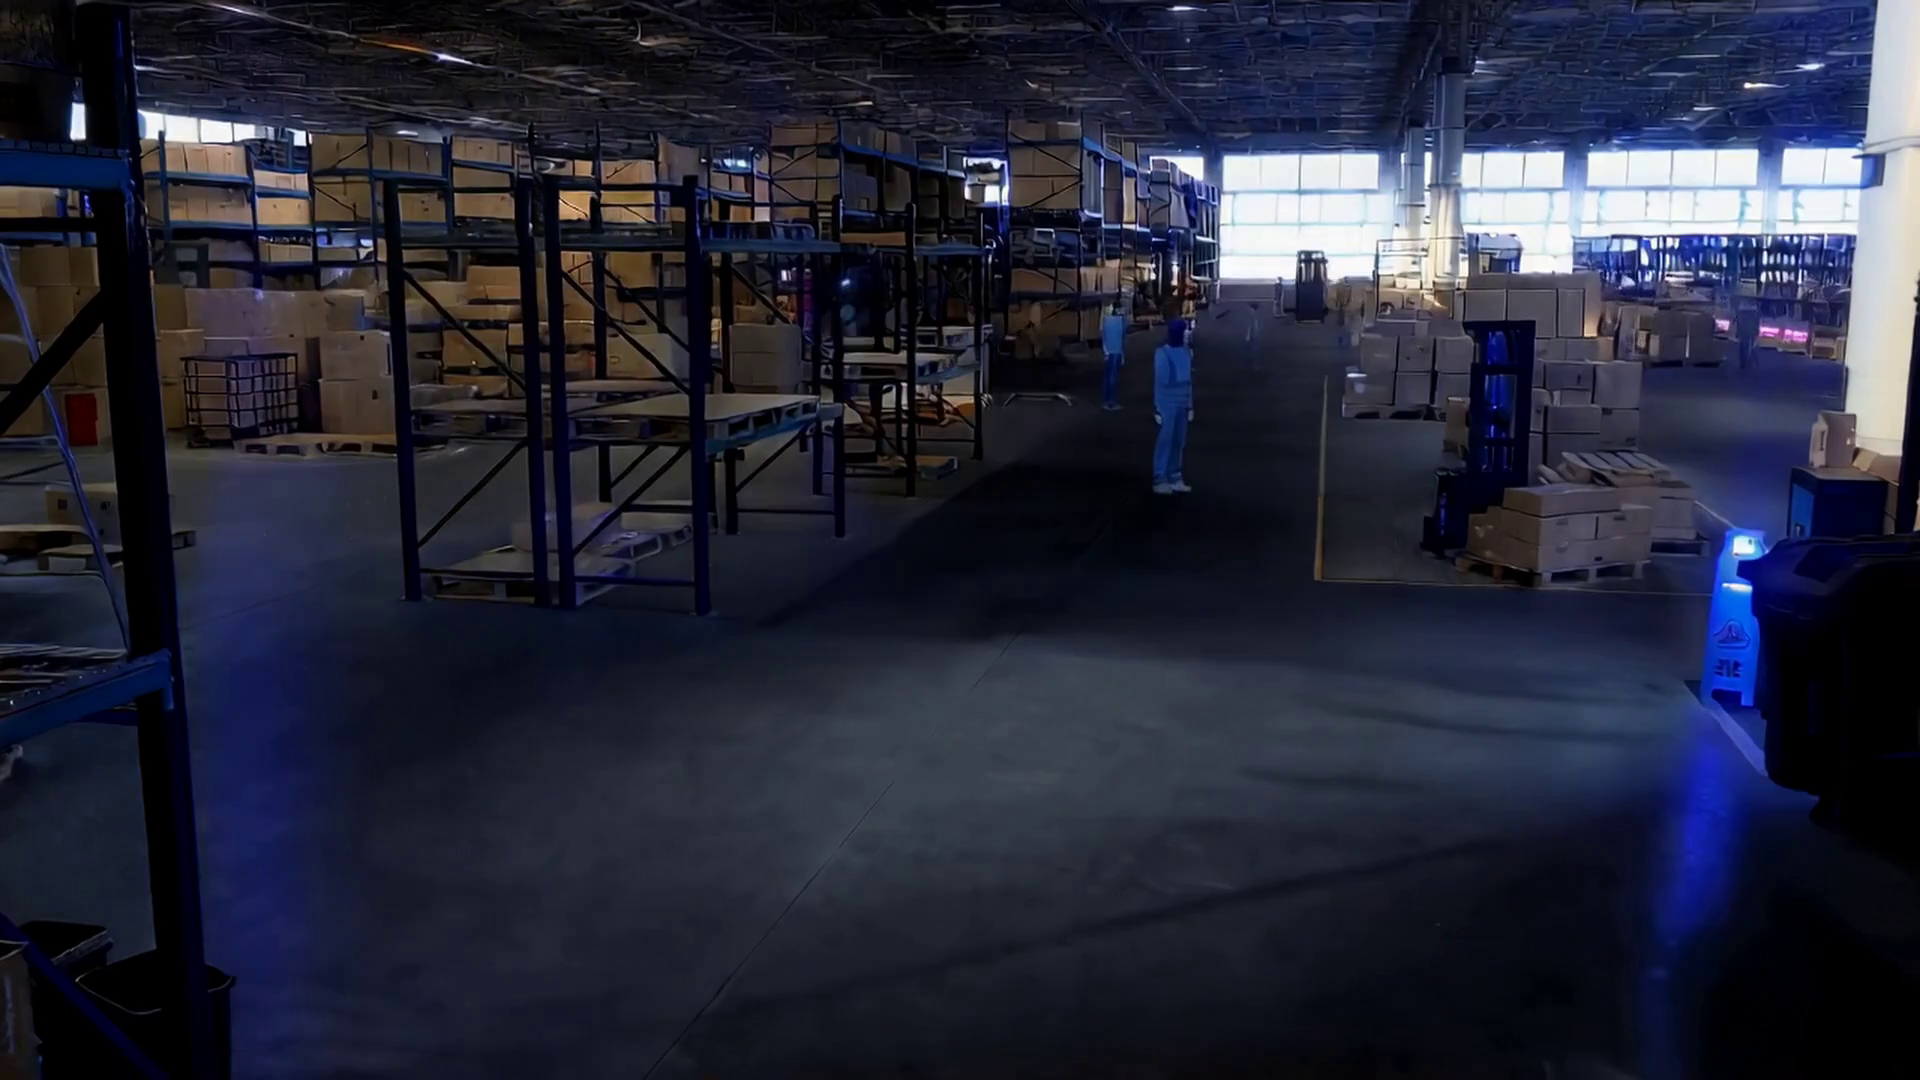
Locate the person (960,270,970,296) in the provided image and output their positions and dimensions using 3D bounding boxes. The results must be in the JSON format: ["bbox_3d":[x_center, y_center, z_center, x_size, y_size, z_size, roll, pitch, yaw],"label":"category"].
[{"bbox_3d":[0.244,-12.541,83.262,0.552,1.934,0.364,-2,10,-14],"label":"person"}]

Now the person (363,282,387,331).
[{"bbox_3d":[-14.647,-5.511,41.717,0.587,1.911,0.397,-5,11,-26],"label":"person"}]

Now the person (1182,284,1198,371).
[{"bbox_3d":[5.078,-4.701,36.832,0.355,1.939,0.544,2,10,11],"label":"person"}]

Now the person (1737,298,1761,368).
[{"bbox_3d":[17.967,-4.704,37.856,0.514,1.593,0.816,2,10,13],"label":"person"}]

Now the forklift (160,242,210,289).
[{"bbox_3d":[-16.063,-4.810,34.690,1.129,2.768,1.873,2,10,12],"label":"forklift"}]

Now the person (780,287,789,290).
[{"bbox_3d":[-7.226,-9.999,69.188,0.494,1.605,0.788,3,10,17],"label":"person"}]

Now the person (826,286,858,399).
[{"bbox_3d":[-2.049,-3.390,28.763,0.535,2.000,0.704,-2,10,-10],"label":"person"}]

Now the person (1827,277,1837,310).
[{"bbox_3d":[34.484,-9.498,65.746,0.325,1.767,0.533,-1,10,-5],"label":"person"}]

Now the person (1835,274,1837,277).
[{"bbox_3d":[42.282,-11.989,80.380,0.400,1.810,0.657,-9,13,-44],"label":"person"}]

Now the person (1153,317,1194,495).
[{"bbox_3d":[2.247,-1.408,17.533,0.350,1.878,0.568,9,13,44],"label":"person"}]

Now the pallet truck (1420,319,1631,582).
[{"bbox_3d":[4.543,-0.757,13.299,0.823,1.965,1.885,-4,10,-22],"label":"pallet truck"}]

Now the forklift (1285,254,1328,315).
[{"bbox_3d":[15.428,-11.422,73.842,1.873,2.768,1.129,2,10,12],"label":"forklift"}]

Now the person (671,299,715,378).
[{"bbox_3d":[-3.882,-2.604,24.546,0.883,1.888,0.631,4,10,24],"label":"person"}]

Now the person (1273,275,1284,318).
[{"bbox_3d":[13.430,-10.278,70.209,0.404,1.822,0.589,-4,10,-24],"label":"person"}]

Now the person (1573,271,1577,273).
[{"bbox_3d":[28.420,-11.478,76.967,0.649,1.929,0.459,-1,10,-5],"label":"person"}]

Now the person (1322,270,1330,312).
[{"bbox_3d":[17.151,-11.743,78.404,0.610,1.975,0.629,-3,10,-18],"label":"person"}]

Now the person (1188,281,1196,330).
[{"bbox_3d":[8.126,-8.232,58.447,0.322,1.697,0.533,2,10,11],"label":"person"}]

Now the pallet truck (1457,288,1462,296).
[{"bbox_3d":[20.506,-9.785,68.819,0.653,1.274,1.630,2,10,12],"label":"pallet truck"}]

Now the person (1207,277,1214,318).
[{"bbox_3d":[10.516,-10.167,69.817,0.333,1.739,0.639,0,10,0],"label":"person"}]

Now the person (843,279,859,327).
[{"bbox_3d":[-2.822,-5.527,41.605,0.607,1.985,0.410,-3,10,-17],"label":"person"}]

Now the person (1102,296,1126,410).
[{"bbox_3d":[2.537,-3.074,27.394,0.328,1.872,0.513,9,13,42],"label":"person"}]

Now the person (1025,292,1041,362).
[{"bbox_3d":[1.726,-5.112,40.009,0.569,1.676,0.538,2,10,12],"label":"person"}]

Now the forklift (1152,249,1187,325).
[{"bbox_3d":[7.646,-9.320,61.395,1.873,2.768,1.129,2,10,11],"label":"forklift"}]

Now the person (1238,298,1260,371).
[{"bbox_3d":[6.480,-4.562,36.937,0.395,1.626,0.517,7,12,35],"label":"person"}]

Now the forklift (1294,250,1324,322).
[{"bbox_3d":[13.778,-10.002,65.433,1.129,2.768,1.873,2,10,12],"label":"forklift"}]

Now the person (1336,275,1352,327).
[{"bbox_3d":[13.997,-8.709,60.680,0.545,1.890,0.950,3,10,16],"label":"person"}]
